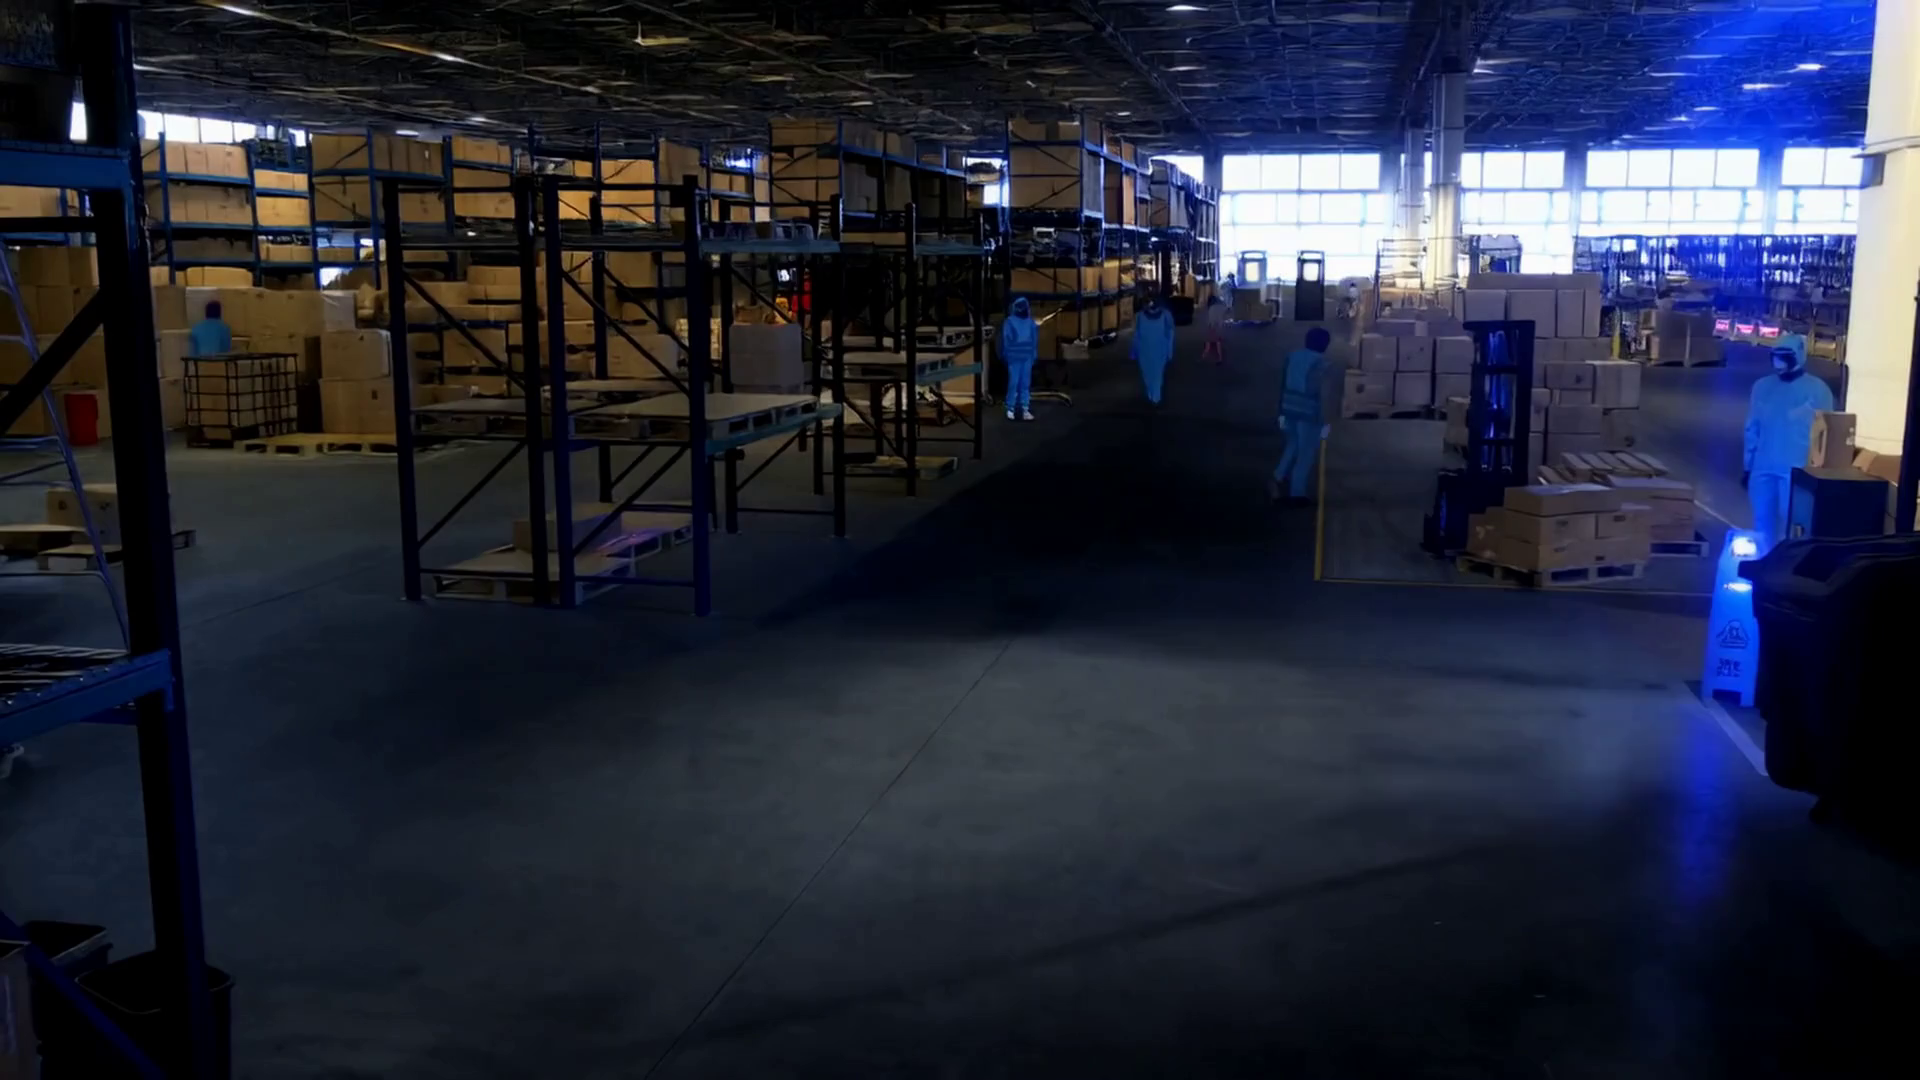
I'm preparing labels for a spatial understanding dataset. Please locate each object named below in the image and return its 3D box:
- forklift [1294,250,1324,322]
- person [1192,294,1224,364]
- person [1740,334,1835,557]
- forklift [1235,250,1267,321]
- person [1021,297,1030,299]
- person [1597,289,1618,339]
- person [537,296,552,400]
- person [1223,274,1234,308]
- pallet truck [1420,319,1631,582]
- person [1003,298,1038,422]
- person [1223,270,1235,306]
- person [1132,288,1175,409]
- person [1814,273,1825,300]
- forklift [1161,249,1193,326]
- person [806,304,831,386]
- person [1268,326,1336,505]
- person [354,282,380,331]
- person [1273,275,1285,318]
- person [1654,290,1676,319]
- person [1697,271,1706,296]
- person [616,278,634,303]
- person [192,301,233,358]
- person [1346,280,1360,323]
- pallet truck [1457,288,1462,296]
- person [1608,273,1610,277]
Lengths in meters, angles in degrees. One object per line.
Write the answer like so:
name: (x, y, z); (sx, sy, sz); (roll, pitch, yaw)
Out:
forklift: (13.778, -10.002, 65.433); (1.129, 2.768, 1.873); (2, 10, 12)
person: (5.920, -5.017, 39.538); (0.872, 1.652, 0.548); (3, 10, 15)
person: (5.941, -0.512, 12.022); (0.357, 1.938, 0.638); (-6, 11, -30)
forklift: (11.221, -9.738, 63.872); (1.129, 2.768, 1.873); (2, 10, 12)
person: (2.680, -9.391, 64.976); (0.597, 1.816, 0.409); (3, 10, 19)
person: (13.112, -4.150, 33.770); (0.328, 1.872, 0.510); (-3, 10, -15)
person: (-6.296, -2.698, 25.000); (0.388, 1.927, 0.589); (-9, 13, -43)
person: (13.563, -12.578, 84.041); (0.521, 1.738, 0.810); (2, 10, 14)
pallet truck: (4.543, -0.757, 13.299); (0.823, 1.965, 1.885); (-4, 10, -22)
person: (0.928, -2.747, 25.414); (0.584, 1.883, 0.345); (-5, 11, -28)
person: (14.177, -13.273, 87.601); (0.652, 1.939, 1.047); (1, 10, 9)
person: (3.243, -3.238, 27.863); (0.695, 2.000, 0.882); (3, 10, 18)
person: (41.173, -11.842, 79.471); (0.739, 1.815, 0.569); (3, 10, 18)
forklift: (7.646, -9.320, 61.395); (1.873, 2.768, 1.129); (2, 10, 11)
person: (-2.727, -3.712, 31.913); (0.520, 1.623, 0.608); (5, 11, 27)
person: (3.474, -1.233, 16.691); (0.435, 1.825, 0.657); (-6, 11, -33)
person: (-14.793, -5.477, 41.520); (0.587, 1.911, 0.397); (-4, 10, -24)
person: (13.448, -10.281, 70.227); (0.404, 1.823, 0.591); (-8, 12, -38)
person: (20.460, -6.462, 48.270); (0.514, 1.584, 0.849); (2, 10, 10)
person: (34.643, -11.635, 77.999); (0.622, 1.892, 0.992); (2, 10, 12)
person: (-8.583, -5.659, 42.341); (0.612, 1.991, 0.392); (-2, 10, -9)
person: (-10.499, -2.433, 23.554); (0.637, 1.884, 1.017); (2, 10, 10)
person: (15.261, -9.256, 64.573); (0.536, 1.678, 0.567); (1, 10, 6)
pallet truck: (20.506, -9.785, 68.819); (0.653, 1.274, 1.630); (2, 10, 12)
person: (31.630, -12.077, 80.931); (0.821, 1.807, 0.603); (1, 10, 5)
